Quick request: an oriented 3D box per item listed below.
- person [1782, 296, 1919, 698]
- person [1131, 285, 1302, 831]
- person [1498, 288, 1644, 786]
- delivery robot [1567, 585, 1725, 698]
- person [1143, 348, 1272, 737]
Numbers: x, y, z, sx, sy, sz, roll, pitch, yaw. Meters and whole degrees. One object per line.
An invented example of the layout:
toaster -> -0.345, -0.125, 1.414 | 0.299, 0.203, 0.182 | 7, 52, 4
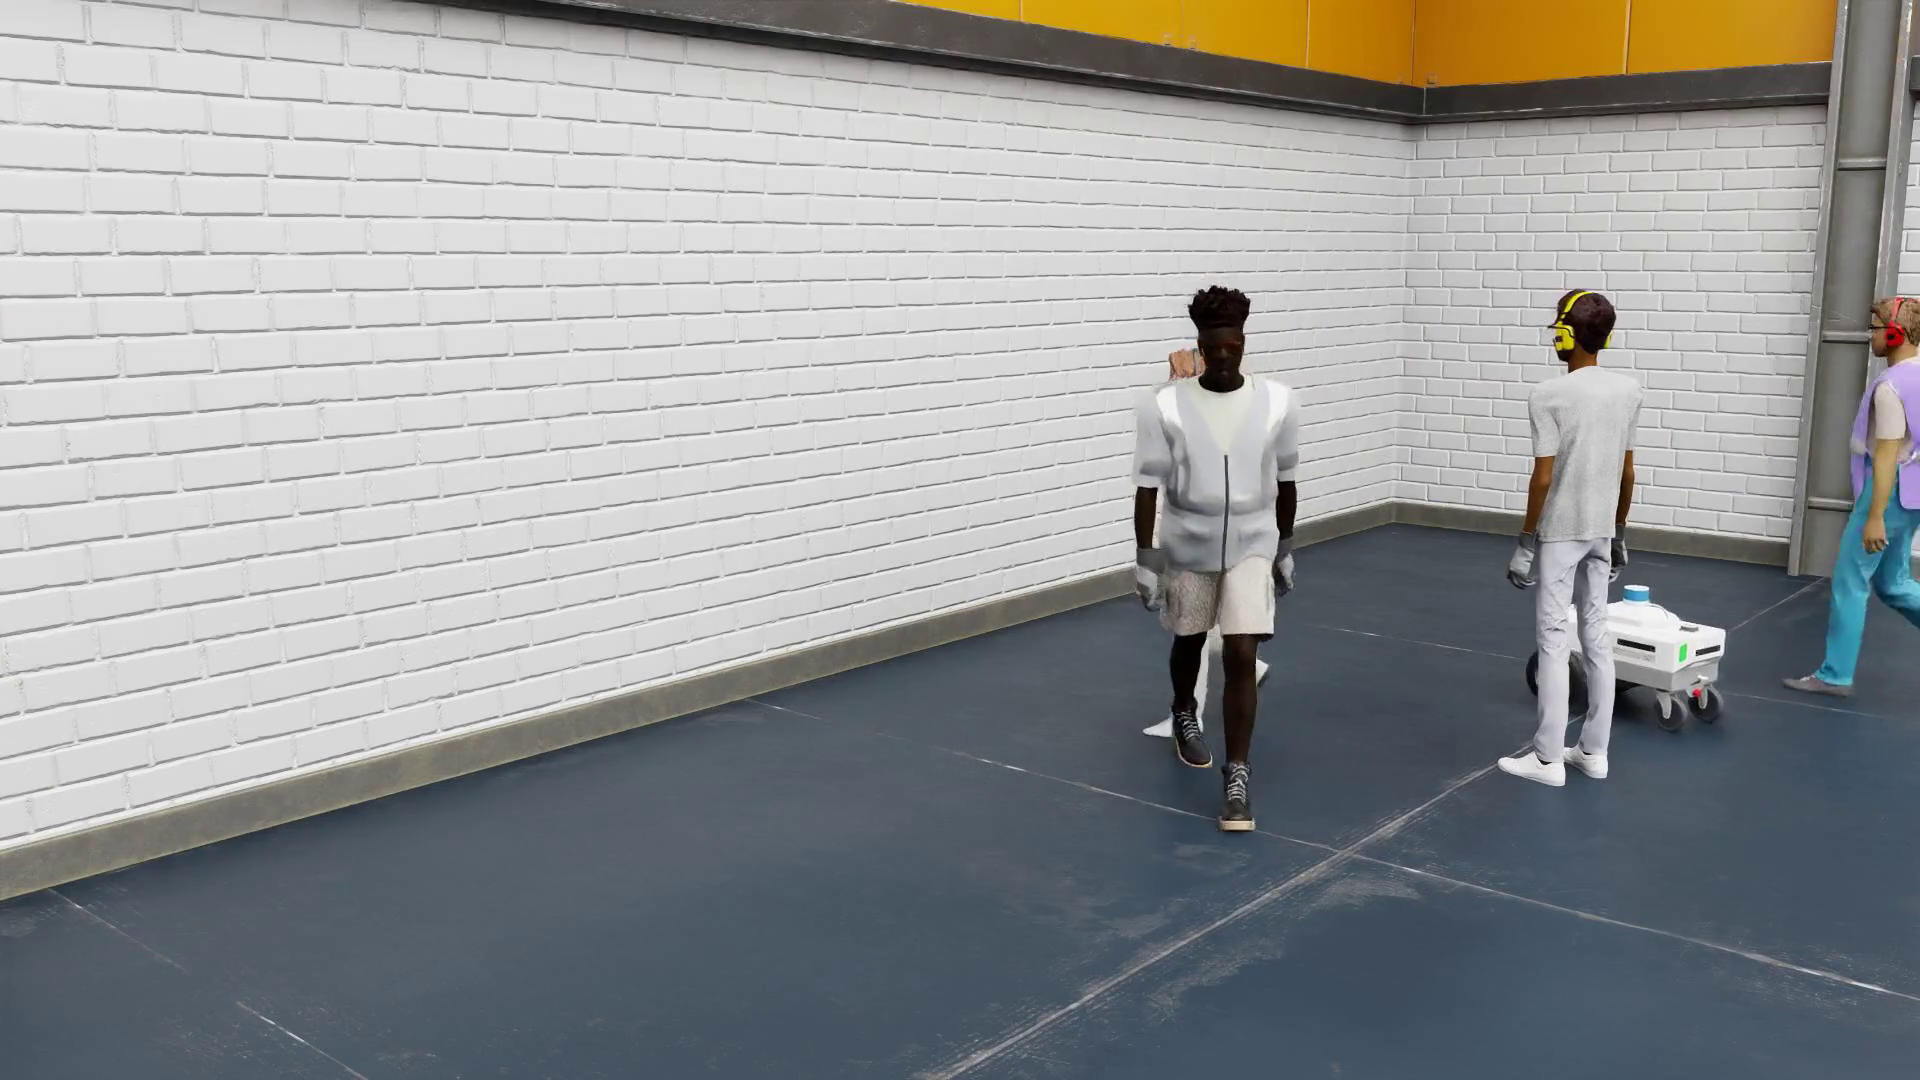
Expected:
person -> 4.137, -0.154, 7.294 | 0.571, 1.821, 0.763 | -10, 14, -44
person -> 0.939, 0.013, 6.130 | 0.630, 1.904, 1.040 | 0, 10, 3
person -> 2.308, -0.005, 6.288 | 0.507, 1.875, 0.329 | -4, 11, -21
delivery robot -> 2.928, 0.441, 7.231 | 0.477, 0.478, 0.707 | -7, 12, -34
person -> 1.030, 0.020, 6.864 | 0.479, 1.625, 0.517 | -1, 10, -5
